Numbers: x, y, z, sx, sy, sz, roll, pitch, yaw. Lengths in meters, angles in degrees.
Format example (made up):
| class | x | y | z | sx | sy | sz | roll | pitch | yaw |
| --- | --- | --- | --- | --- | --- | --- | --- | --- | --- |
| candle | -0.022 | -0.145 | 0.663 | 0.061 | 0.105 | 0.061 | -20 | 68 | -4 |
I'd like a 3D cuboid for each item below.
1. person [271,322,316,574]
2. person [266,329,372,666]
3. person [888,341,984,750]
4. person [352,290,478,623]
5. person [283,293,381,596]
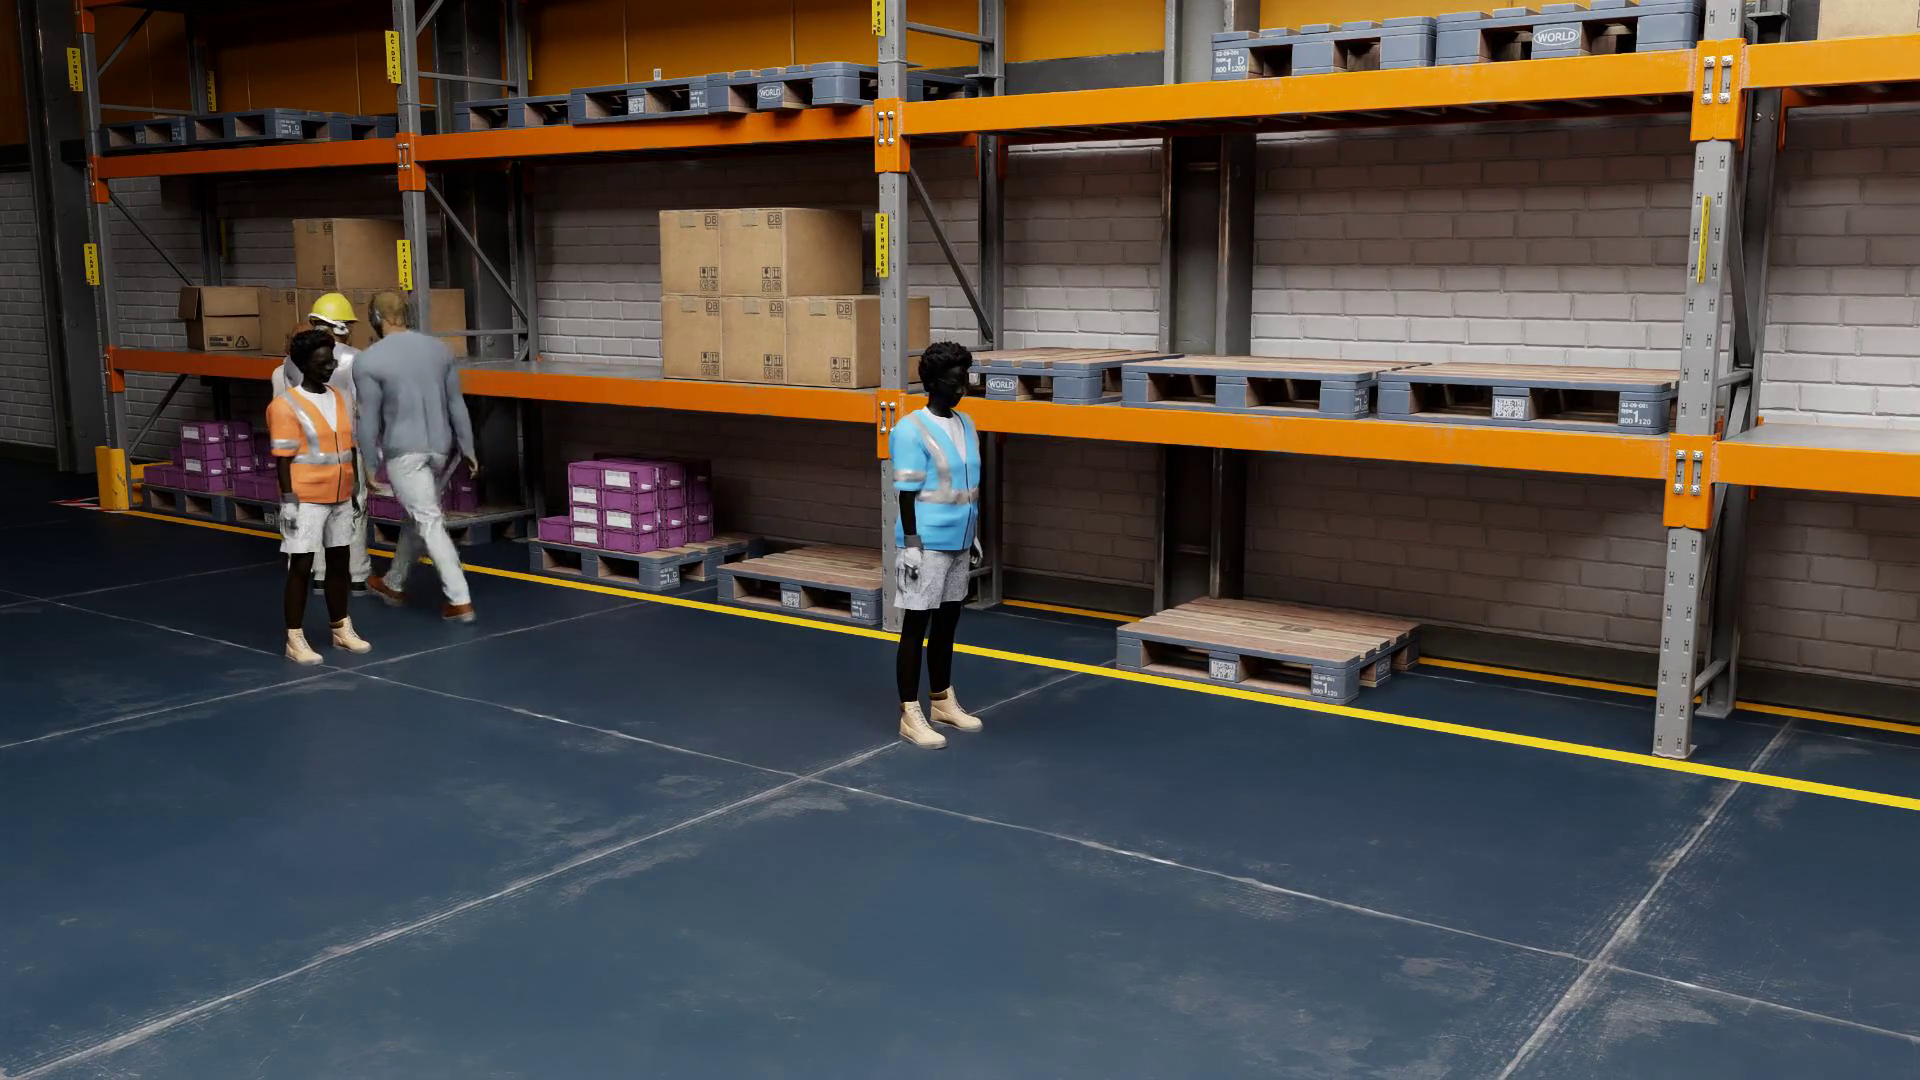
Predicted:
| class | x | y | z | sx | sy | sz | roll | pitch | yaw |
| --- | --- | --- | --- | --- | --- | --- | --- | --- | --- |
| person | -4.239 | -0.599 | 10.842 | 0.277 | 1.629 | 0.497 | 5 | 11 | 29 |
| person | -3.235 | -0.216 | 8.387 | 0.320 | 1.687 | 0.533 | 4 | 11 | 25 |
| person | -0.088 | 0.013 | 6.996 | 0.320 | 1.692 | 0.532 | 6 | 11 | 33 |
| person | -3.096 | -0.476 | 9.428 | 1.062 | 1.853 | 0.699 | 6 | 11 | 33 |
| person | -3.764 | -0.572 | 10.071 | 0.597 | 1.828 | 0.403 | 3 | 10 | 16 |
